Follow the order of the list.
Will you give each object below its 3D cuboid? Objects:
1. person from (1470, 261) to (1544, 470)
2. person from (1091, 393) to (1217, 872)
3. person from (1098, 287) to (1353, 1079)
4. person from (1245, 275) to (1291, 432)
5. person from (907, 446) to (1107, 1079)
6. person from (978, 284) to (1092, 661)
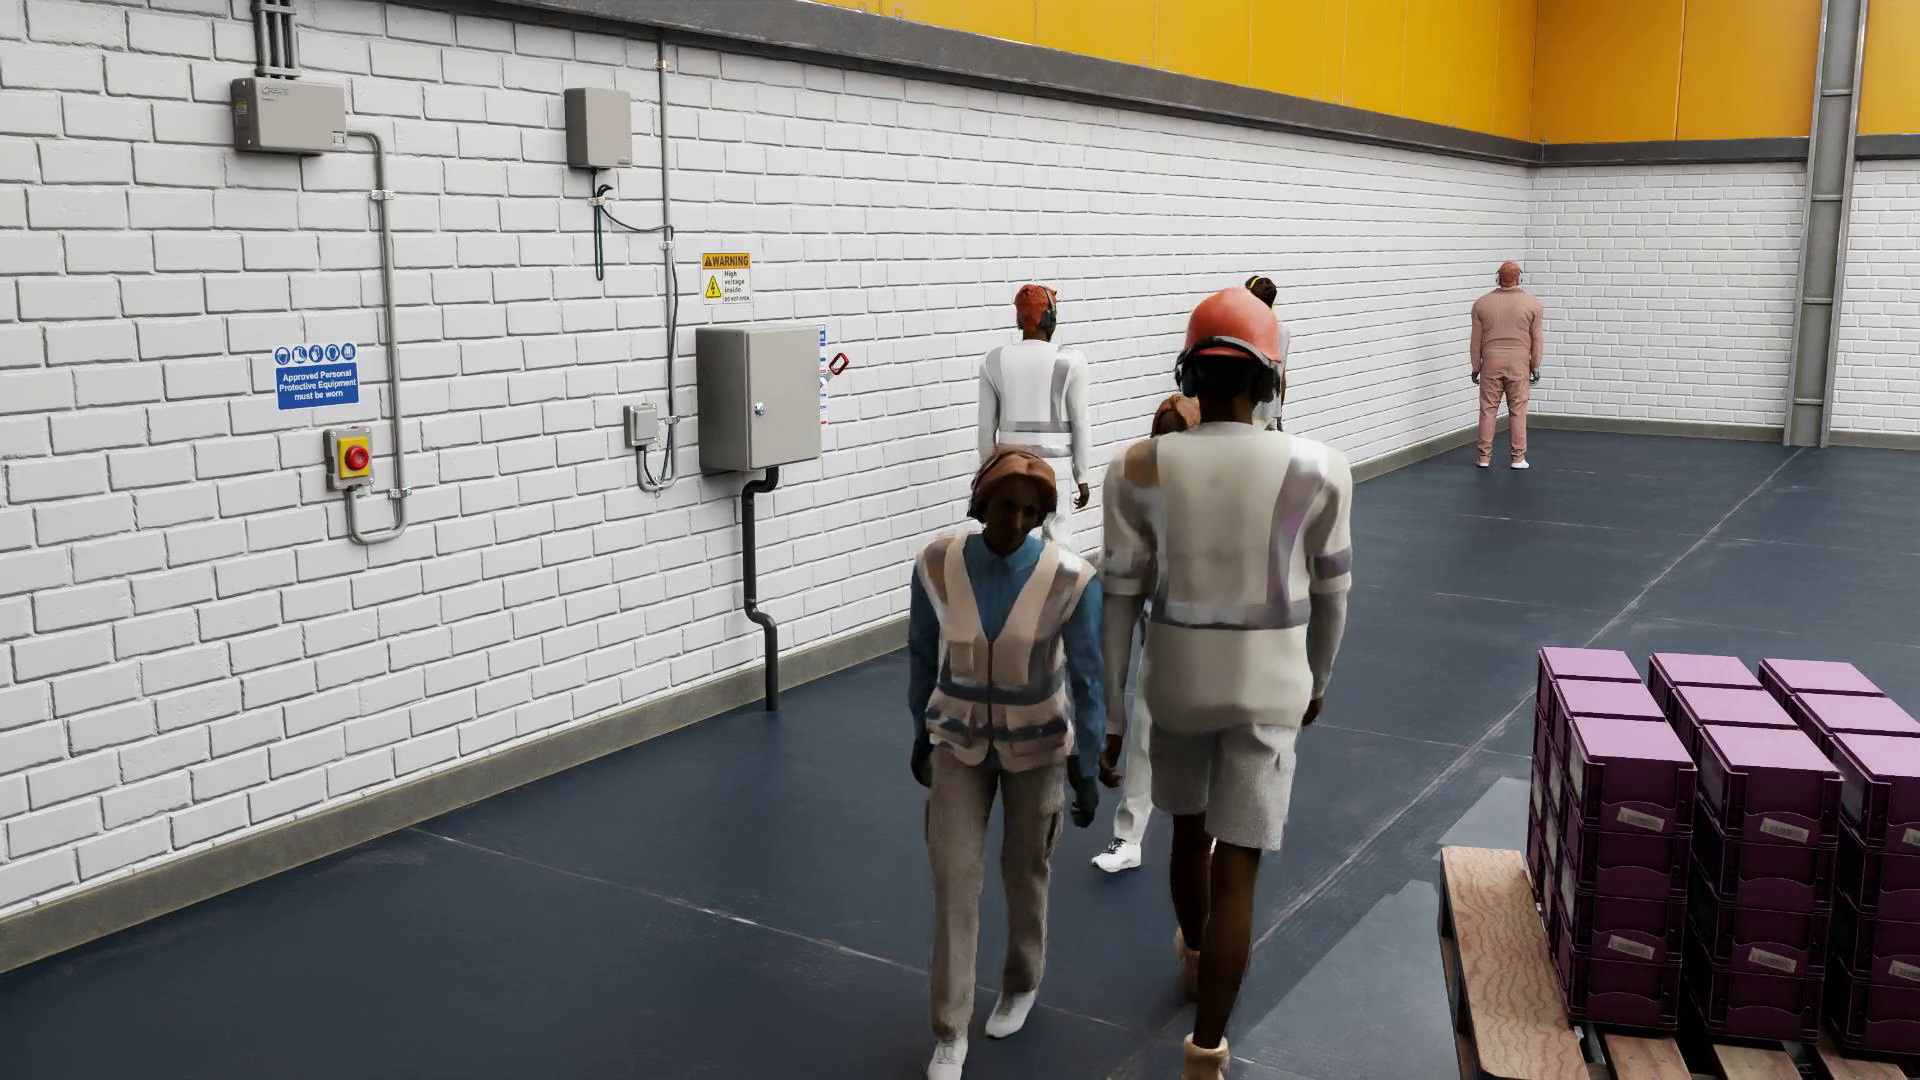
[{"bbox_3d":[5.017,-1.599,15.289,0.642,1.913,0.408,4,11,23],"label":"person"},{"bbox_3d":[0.739,0.323,5.509,0.516,1.596,0.801,7,12,33],"label":"person"},{"bbox_3d":[0.658,0.374,4.169,0.600,1.983,1.029,3,11,18],"label":"person"},{"bbox_3d":[1.940,-0.791,10.924,0.509,1.872,0.328,-9,14,-41],"label":"person"},{"bbox_3d":[0.099,0.561,4.169,0.546,1.597,0.702,2,10,12],"label":"person"},{"bbox_3d":[0.376,-0.329,8.324,0.573,1.884,0.359,3,11,18],"label":"person"}]
